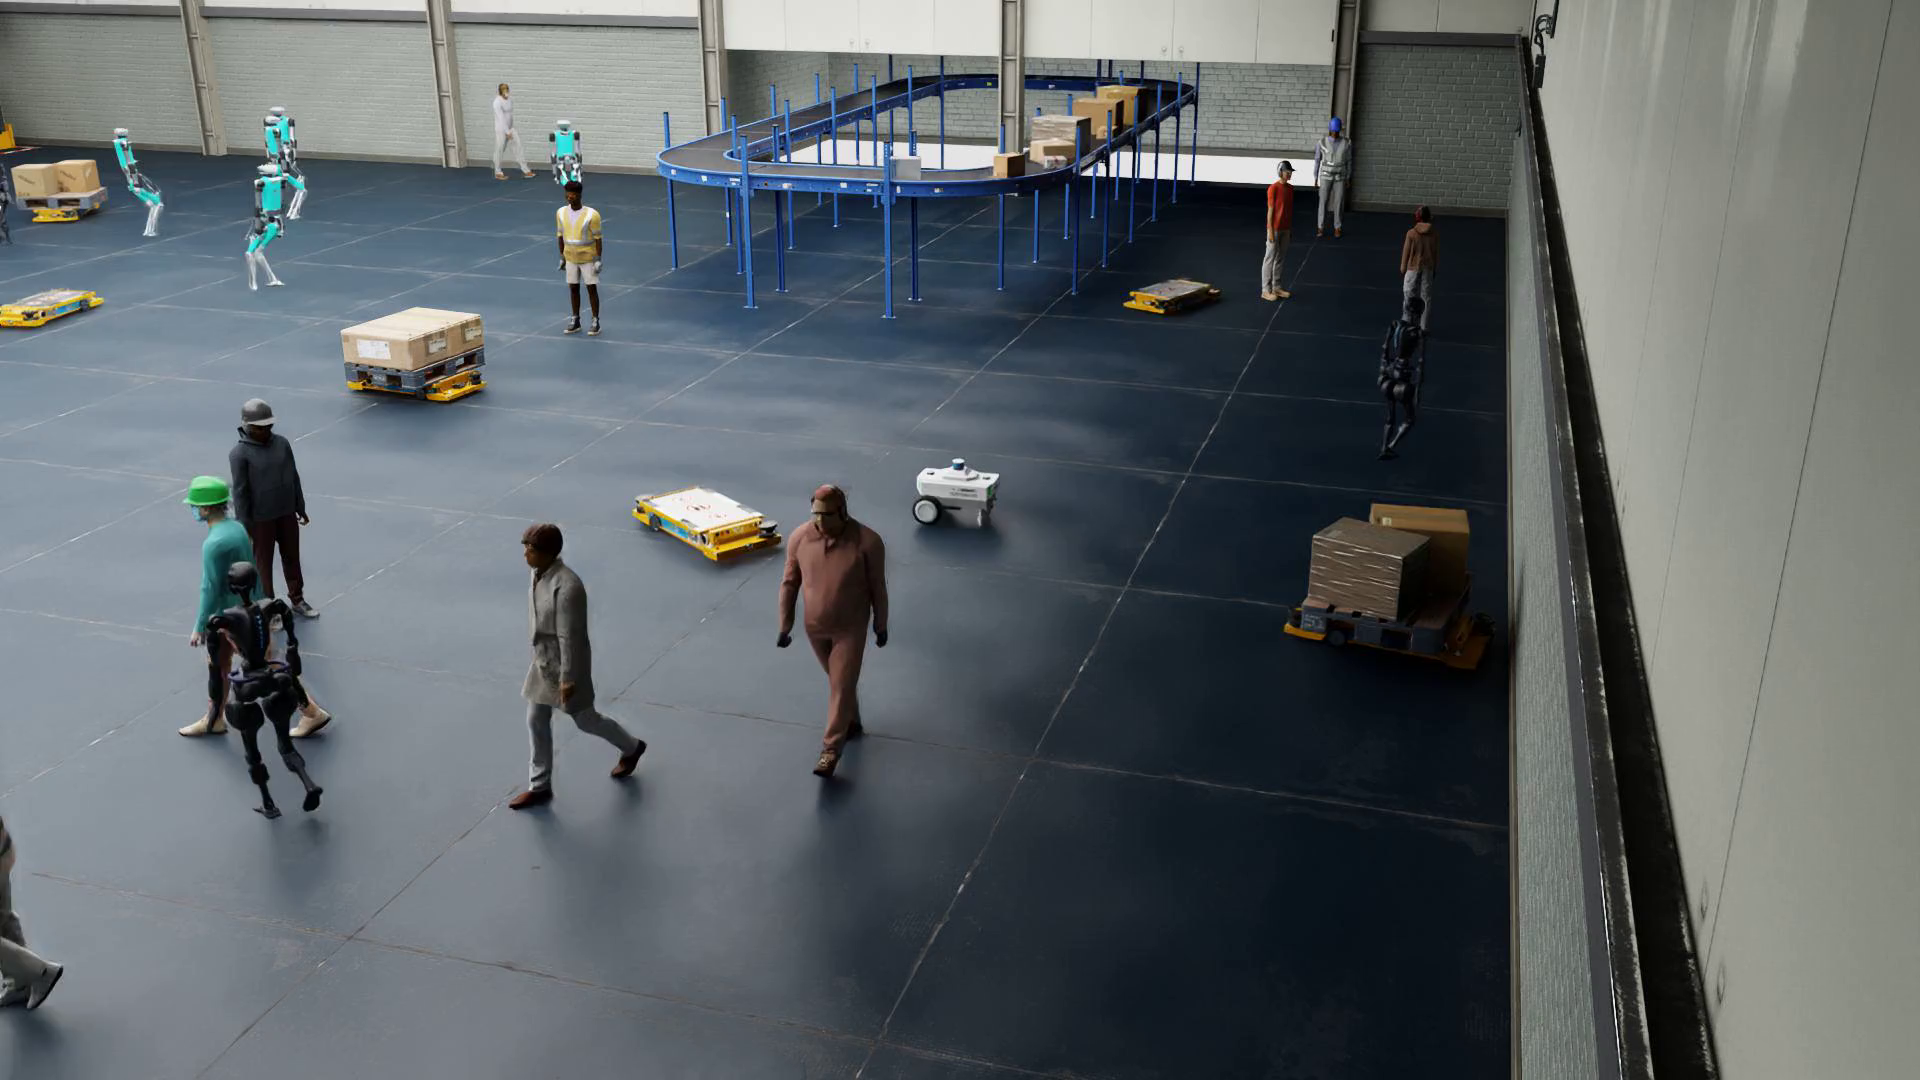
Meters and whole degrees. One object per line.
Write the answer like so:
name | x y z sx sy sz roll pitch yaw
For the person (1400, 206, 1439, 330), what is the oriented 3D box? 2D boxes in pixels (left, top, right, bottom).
person | 5.825 -3.407 21.098 0.469 1.647 0.325 0 21 0

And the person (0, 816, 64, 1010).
person | -4.780 1.603 8.122 0.396 1.629 0.514 -7 22 -18

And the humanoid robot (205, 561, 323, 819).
humanoid robot | -4.126 0.925 9.843 0.529 1.642 0.608 17 27 37

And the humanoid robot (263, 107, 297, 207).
humanoid robot | -12.194 -6.817 29.831 0.551 1.789 0.800 -4 21 -11

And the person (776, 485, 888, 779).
person | -0.836 0.552 10.536 0.674 1.849 0.993 7 22 18

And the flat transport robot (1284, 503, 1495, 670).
flat transport robot | 3.225 0.648 12.497 1.431 0.231 0.659 10 23 25

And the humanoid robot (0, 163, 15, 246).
humanoid robot | -15.450 -5.551 26.638 0.603 1.648 0.408 0 21 -1

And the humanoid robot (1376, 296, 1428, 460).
humanoid robot | 4.311 -1.585 16.345 0.364 1.642 0.613 -11 24 -27

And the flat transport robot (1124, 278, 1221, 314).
flat transport robot | 2.930 -3.355 22.880 0.659 0.231 1.431 17 27 37

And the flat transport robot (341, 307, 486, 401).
flat transport robot | -6.164 -1.812 18.878 1.431 0.231 0.659 9 23 22

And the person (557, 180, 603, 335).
person | -4.825 -3.589 21.129 0.604 1.966 0.374 6 22 15

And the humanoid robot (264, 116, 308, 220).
humanoid robot | -11.634 -6.481 28.883 0.662 1.751 0.537 -17 27 -37

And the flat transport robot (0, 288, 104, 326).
flat transport robot | -12.214 -3.110 22.245 0.659 0.231 1.431 3 21 9

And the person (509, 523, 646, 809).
person | -2.382 0.728 10.163 0.503 1.800 0.865 19 28 41

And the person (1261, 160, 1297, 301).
person | 4.445 -4.288 23.021 0.475 1.912 0.393 -17 27 -37

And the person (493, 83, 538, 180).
person | -8.855 -8.041 32.786 1.012 1.881 0.639 6 22 15

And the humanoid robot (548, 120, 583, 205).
humanoid robot | -6.577 -6.183 28.189 0.541 1.760 0.961 -10 23 -25

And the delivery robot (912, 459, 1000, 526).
delivery robot | -0.024 -0.438 14.885 0.736 0.572 0.507 6 22 14

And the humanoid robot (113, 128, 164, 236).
humanoid robot | -13.452 -5.885 27.434 0.696 1.816 0.531 -15 26 -34

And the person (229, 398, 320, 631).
person | -5.207 -0.207 12.579 0.379 1.807 0.546 15 26 34

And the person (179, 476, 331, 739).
person | -4.684 0.461 10.826 0.988 1.822 0.505 -4 21 -11

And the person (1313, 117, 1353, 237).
person | 6.118 -5.960 27.327 0.618 1.934 0.413 1 21 3

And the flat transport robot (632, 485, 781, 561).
flat transport robot | -2.240 -0.165 14.606 0.659 0.231 1.431 -17 27 -36

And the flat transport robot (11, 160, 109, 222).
flat transport robot | -15.709 -5.792 29.201 0.659 0.231 1.431 -3 21 -8

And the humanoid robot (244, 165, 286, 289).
humanoid robot | -9.987 -4.458 23.711 0.823 1.783 0.587 9 23 22

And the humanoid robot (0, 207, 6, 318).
humanoid robot | -12.724 -3.579 21.440 0.883 1.735 0.539 -16 26 -36
